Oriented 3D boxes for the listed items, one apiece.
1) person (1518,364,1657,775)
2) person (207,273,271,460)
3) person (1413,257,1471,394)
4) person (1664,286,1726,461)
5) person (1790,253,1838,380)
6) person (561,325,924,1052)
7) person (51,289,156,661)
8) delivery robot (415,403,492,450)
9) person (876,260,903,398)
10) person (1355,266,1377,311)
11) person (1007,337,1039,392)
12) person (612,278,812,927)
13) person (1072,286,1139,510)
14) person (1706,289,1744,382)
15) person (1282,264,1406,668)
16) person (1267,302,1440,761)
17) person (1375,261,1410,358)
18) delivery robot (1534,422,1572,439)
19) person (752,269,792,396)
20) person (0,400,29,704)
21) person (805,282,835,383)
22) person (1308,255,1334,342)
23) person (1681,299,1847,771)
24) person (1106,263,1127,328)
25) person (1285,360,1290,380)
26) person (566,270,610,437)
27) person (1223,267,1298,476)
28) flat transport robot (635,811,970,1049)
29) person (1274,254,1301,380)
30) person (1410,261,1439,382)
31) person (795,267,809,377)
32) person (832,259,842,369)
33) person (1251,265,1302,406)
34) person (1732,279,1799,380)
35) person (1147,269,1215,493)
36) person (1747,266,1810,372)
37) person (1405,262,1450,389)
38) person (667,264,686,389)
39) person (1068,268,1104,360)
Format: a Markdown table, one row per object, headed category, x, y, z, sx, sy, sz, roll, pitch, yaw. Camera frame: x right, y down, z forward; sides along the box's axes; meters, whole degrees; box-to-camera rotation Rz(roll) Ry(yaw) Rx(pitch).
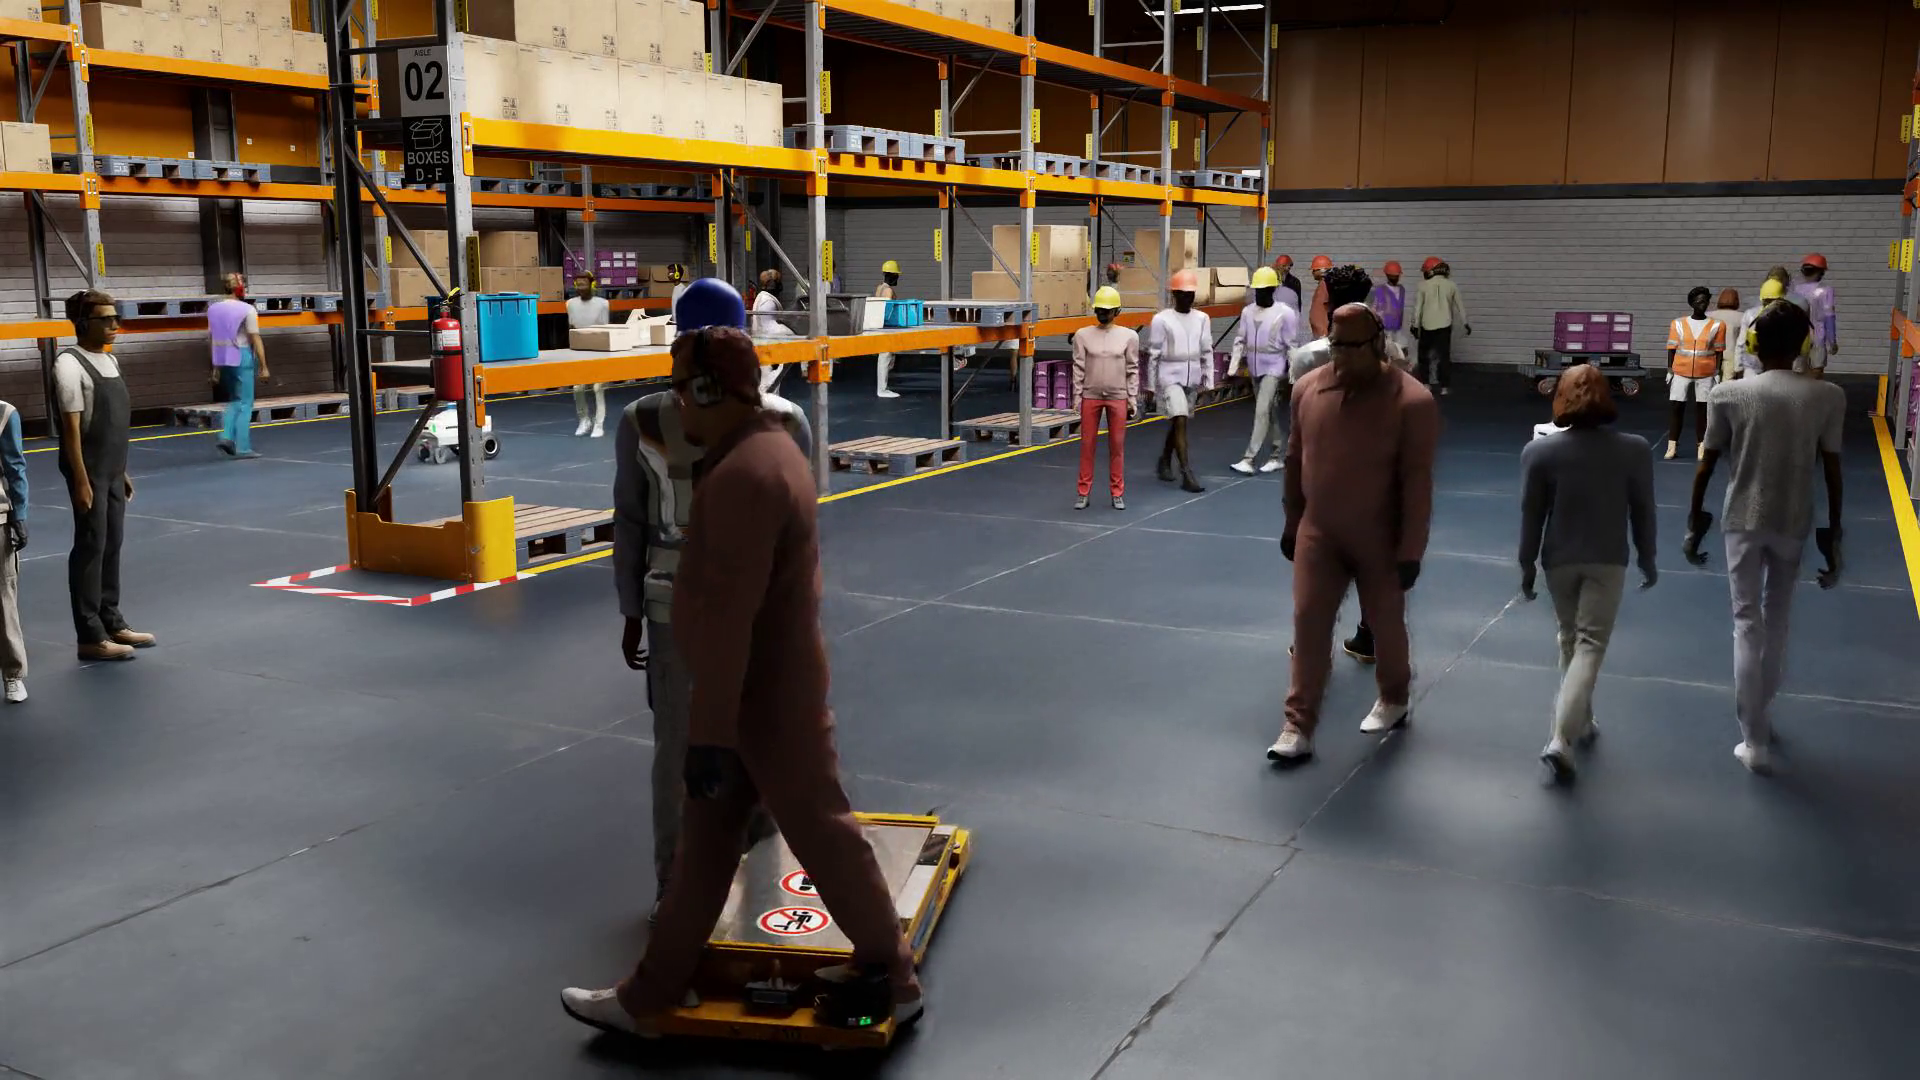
| category | x | y | z | sx | sy | sz | roll | pitch | yaw |
| --- | --- | --- | --- | --- | --- | --- | --- | --- | --- |
| person | 2.457 | 0.098 | 6.601 | 0.506 | 1.586 | 0.871 | 7 | 12 | 34 |
| person | -7.071 | -1.693 | 16.309 | 0.579 | 1.828 | 0.451 | 5 | 11 | 26 |
| person | 6.946 | -3.077 | 23.931 | 0.842 | 1.957 | 0.607 | 2 | 10 | 10 |
| person | 7.155 | -1.614 | 16.213 | 0.535 | 1.698 | 0.318 | 5 | 11 | 27 |
| person | 10.199 | -2.432 | 20.008 | 0.847 | 2.021 | 0.643 | -3 | 10 | -19 |
| person | -0.537 | 0.394 | 4.185 | 0.959 | 1.841 | 0.721 | -1 | 10 | -7 |
| person | -4.305 | -0.326 | 8.330 | 0.342 | 1.845 | 0.506 | -1 | 10 | -3 |
| delivery robot | -4.935 | -1.091 | 16.214 | 0.477 | 0.478 | 0.707 | 8 | 12 | 37 |
| person | -0.998 | -2.953 | 23.340 | 0.398 | 1.919 | 0.582 | -2 | 10 | -12 |
| person | 5.553 | -2.924 | 23.398 | 0.587 | 1.835 | 0.403 | -1 | 10 | -6 |
| person | 0.890 | -3.124 | 24.266 | 0.552 | 1.932 | 0.377 | 0 | 10 | -1 |
| person | -0.732 | 0.197 | 5.005 | 0.605 | 1.948 | 0.385 | -2 | 10 | -12 |
| person | 1.143 | -1.109 | 13.105 | 0.523 | 1.763 | 0.329 | 1 | 10 | 6 |
| person | 9.100 | -2.179 | 19.788 | 0.521 | 1.587 | 0.840 | 5 | 11 | 27 |
| person | 1.863 | -0.351 | 8.120 | 0.603 | 1.966 | 0.368 | -3 | 10 | -19 |
| person | 1.598 | -0.046 | 6.753 | 0.681 | 1.837 | 1.005 | 7 | 12 | 34 |
| person | 6.215 | -3.042 | 23.887 | 0.593 | 1.905 | 0.404 | -6 | 11 | -31 |
| delivery robot | 5.583 | -0.937 | 15.323 | 0.477 | 0.478 | 0.707 | -1 | 10 | -6 |
| person | -2.055 | -2.042 | 18.265 | 0.429 | 1.846 | 0.630 | -2 | 10 | -14 |
| person | -4.435 | -0.066 | 7.423 | 0.516 | 1.638 | 0.308 | -4 | 11 | -21 |
| person | -2.192 | -3.388 | 25.946 | 0.573 | 1.883 | 0.353 | -9 | 13 | -43 |
| person | 4.697 | -2.692 | 21.600 | 0.391 | 1.990 | 0.623 | -1 | 10 | -5 |
| person | 3.237 | -0.047 | 6.744 | 0.558 | 1.829 | 0.914 | 3 | 10 | 15 |
| person | 2.422 | -3.448 | 26.354 | 0.575 | 1.867 | 0.581 | -4 | 11 | -24 |
| person | 5.020 | -3.342 | 26.350 | 0.804 | 1.635 | 0.525 | 0 | 10 | -2 |
| person | -4.052 | -2.030 | 18.212 | 0.524 | 1.840 | 0.464 | 0 | 10 | 2 |
| person | 2.712 | -1.525 | 15.153 | 0.939 | 1.884 | 0.600 | -7 | 12 | -36 |
| flat transport robot | -0.397 | 1.059 | 4.863 | 0.652 | 0.197 | 1.431 | 1 | 10 | 9 |
| person | 5.187 | -3.569 | 26.667 | 0.397 | 1.992 | 0.623 | -6 | 11 | -31 |
| person | 7.386 | -3.456 | 26.237 | 0.591 | 1.912 | 0.824 | -3 | 10 | -17 |
| person | -2.384 | -3.586 | 27.211 | 0.632 | 1.842 | 0.429 | -4 | 11 | -23 |
| person | -2.262 | -3.966 | 29.130 | 0.355 | 1.938 | 0.637 | -4 | 10 | -20 |
| person | 4.208 | -2.714 | 22.140 | 0.660 | 1.864 | 0.975 | 6 | 12 | 33 |
| person | 8.121 | -1.740 | 16.779 | 0.626 | 1.760 | 0.940 | 7 | 12 | 35 |
| person | 1.898 | -1.391 | 14.395 | 0.556 | 1.890 | 1.023 | -4 | 10 | -20 |
| person | 8.744 | -1.991 | 17.873 | 1.036 | 1.875 | 0.622 | -8 | 12 | -38 |
| person | 6.843 | -3.149 | 24.534 | 0.786 | 1.904 | 0.669 | 0 | 10 | -1 |
| person | -4.169 | -3.158 | 24.698 | 0.328 | 1.862 | 0.501 | -3 | 10 | -15 |
| person | 1.803 | -2.837 | 22.904 | 0.648 | 1.835 | 0.428 | -1 | 10 | -3 |
